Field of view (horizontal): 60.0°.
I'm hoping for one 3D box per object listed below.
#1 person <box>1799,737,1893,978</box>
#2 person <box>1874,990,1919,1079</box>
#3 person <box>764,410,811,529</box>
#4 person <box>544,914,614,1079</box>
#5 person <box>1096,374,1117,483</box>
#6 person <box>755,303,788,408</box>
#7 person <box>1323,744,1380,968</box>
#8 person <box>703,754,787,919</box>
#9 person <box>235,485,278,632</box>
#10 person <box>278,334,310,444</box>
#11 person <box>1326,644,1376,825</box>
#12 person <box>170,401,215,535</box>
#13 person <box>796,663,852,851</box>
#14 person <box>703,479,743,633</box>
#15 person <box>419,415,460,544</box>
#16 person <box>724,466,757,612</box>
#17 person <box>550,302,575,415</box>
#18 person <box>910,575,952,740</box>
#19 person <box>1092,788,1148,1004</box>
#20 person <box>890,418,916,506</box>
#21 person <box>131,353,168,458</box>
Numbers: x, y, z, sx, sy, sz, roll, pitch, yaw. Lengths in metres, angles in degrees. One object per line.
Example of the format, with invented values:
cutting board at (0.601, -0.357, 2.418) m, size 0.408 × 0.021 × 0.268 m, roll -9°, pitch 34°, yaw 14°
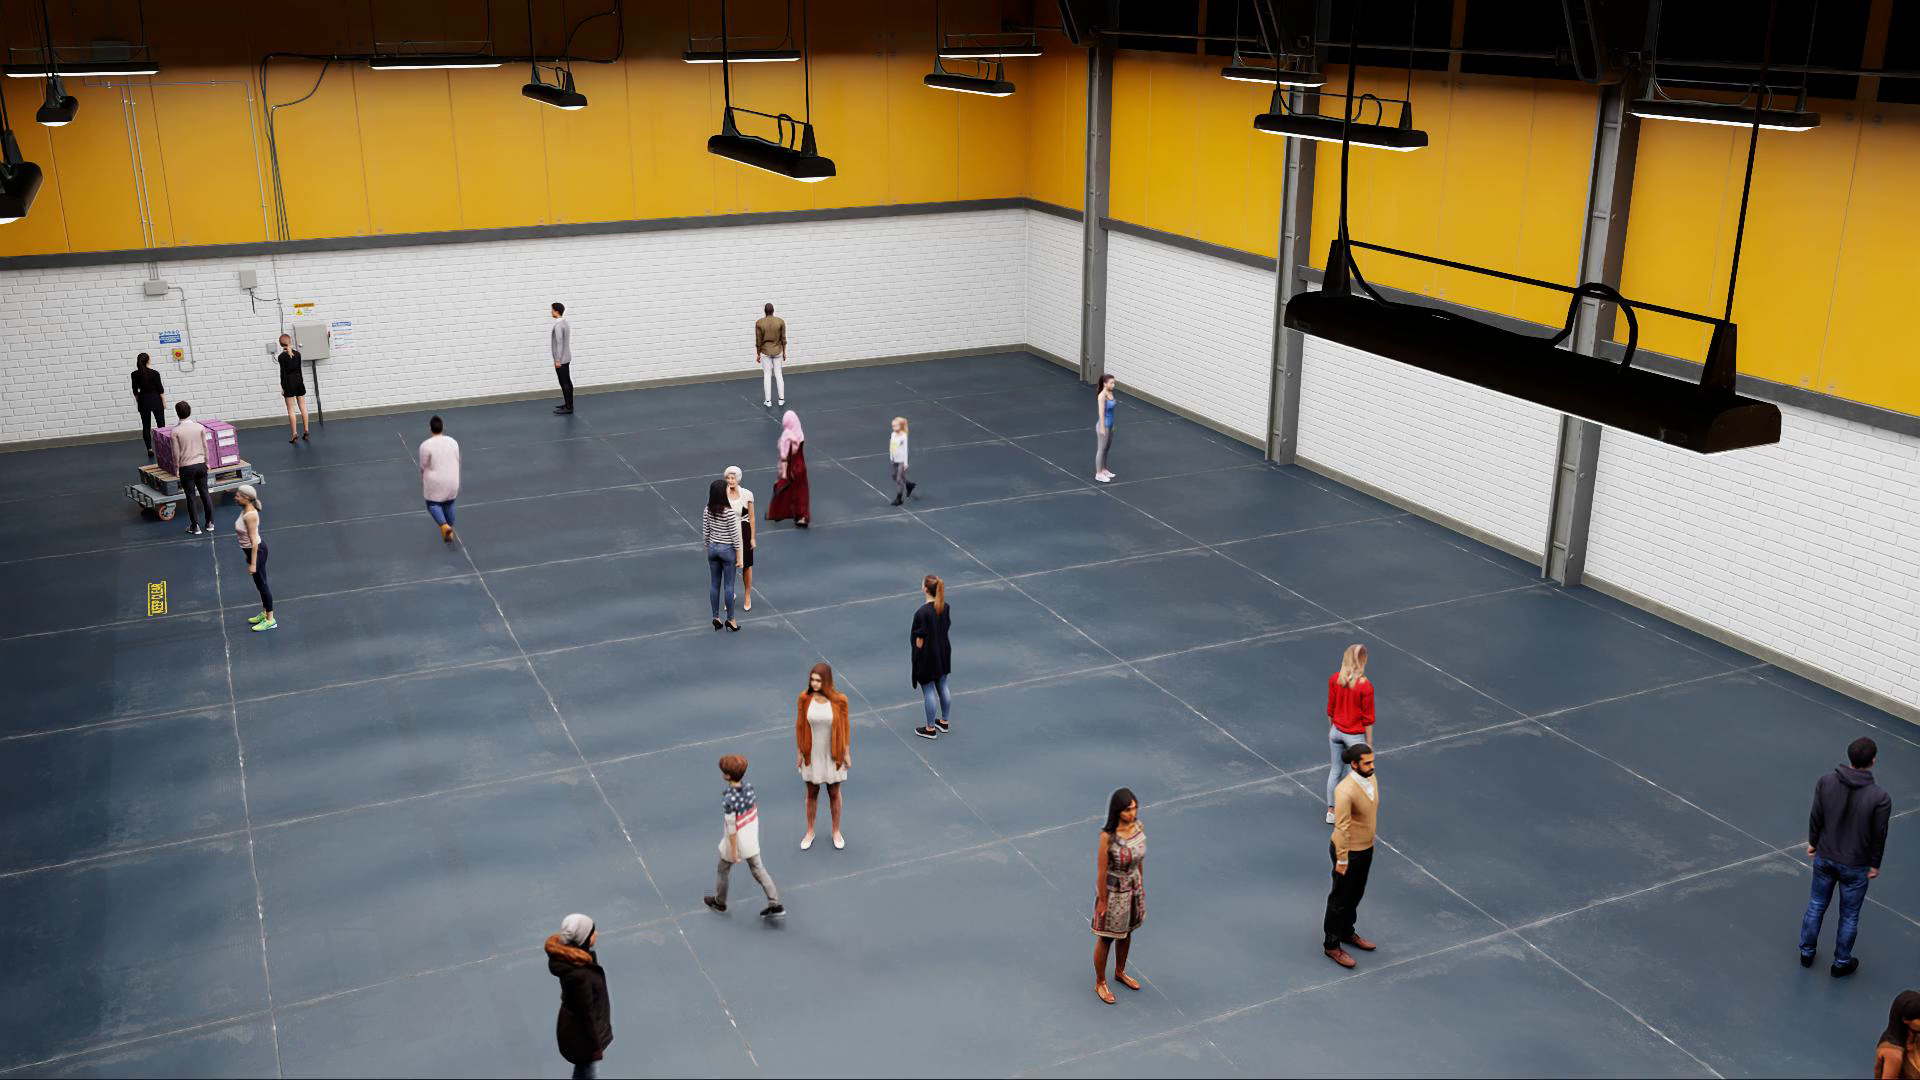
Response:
person at (6.566, 2.349, 12.372) m, size 0.648 × 1.895 × 0.805 m, roll 17°, pitch 25°, yaw 41°
person at (5.402, 3.365, 9.676) m, size 0.625 × 1.690 × 0.634 m, roll 16°, pitch 25°, yaw 40°
person at (-2.213, -0.937, 22.578) m, size 1.073 × 1.608 × 0.912 m, roll 13°, pitch 23°, yaw 34°
person at (-2.402, 3.100, 10.552) m, size 0.680 × 1.633 × 0.522 m, roll -8°, pitch 20°, yaw -22°
person at (2.165, -1.688, 24.806) m, size 0.710 × 1.609 × 0.658 m, roll 8°, pitch 20°, yaw 23°
person at (-3.301, -3.254, 29.120) m, size 0.764 × 1.825 × 0.660 m, roll -4°, pitch 19°, yaw -13°
person at (2.979, 2.344, 12.608) m, size 0.732 × 1.754 × 0.747 m, roll 15°, pitch 24°, yaw 37°
person at (-1.667, 2.358, 13.101) m, size 1.020 × 1.412 × 0.833 m, roll 12°, pitch 22°, yaw 32°
person at (-8.088, 0.181, 19.109) m, size 0.662 × 1.703 × 0.478 m, roll -10°, pitch 21°, yaw -27°
person at (-10.773, -2.457, 26.840) m, size 0.676 × 1.768 × 0.649 m, roll 11°, pitch 21°, yaw 29°
person at (3.404, 1.711, 14.564) m, size 0.732 × 1.704 × 0.561 m, roll -17°, pitch 25°, yaw -41°
person at (-10.349, -0.987, 22.413) m, size 0.670 × 1.809 × 0.693 m, roll 17°, pitch 25°, yaw 42°
person at (-1.171, 1.818, 14.232) m, size 0.709 × 1.715 × 0.716 m, roll 0°, pitch 19°, yaw 1°
person at (-2.716, 0.178, 18.976) m, size 0.639 × 1.795 × 0.728 m, roll 9°, pitch 21°, yaw 25°
person at (-6.817, -0.777, 21.910) m, size 0.774 × 1.732 × 0.952 m, roll -13°, pitch 22°, yaw -33°
person at (-2.638, -0.025, 19.640) m, size 0.717 × 1.755 × 0.714 m, roll 2°, pitch 19°, yaw 6°
person at (-6.846, -3.140, 28.630) m, size 0.884 × 1.921 × 0.703 m, roll -1°, pitch 19°, yaw -3°
person at (-0.261, 1.130, 16.322) m, size 0.696 × 1.683 × 0.671 m, roll -17°, pitch 25°, yaw -41°
person at (1.169, 2.558, 12.145) m, size 0.699 × 1.645 × 0.613 m, roll -14°, pitch 23°, yaw -36°
person at (-0.804, -1.136, 23.707) m, size 0.683 × 1.265 × 0.723 m, roll -15°, pitch 24°, yaw -38°
person at (-12.639, -2.103, 25.957) m, size 0.669 × 1.661 × 0.651 m, roll -2°, pitch 19°, yaw -7°
